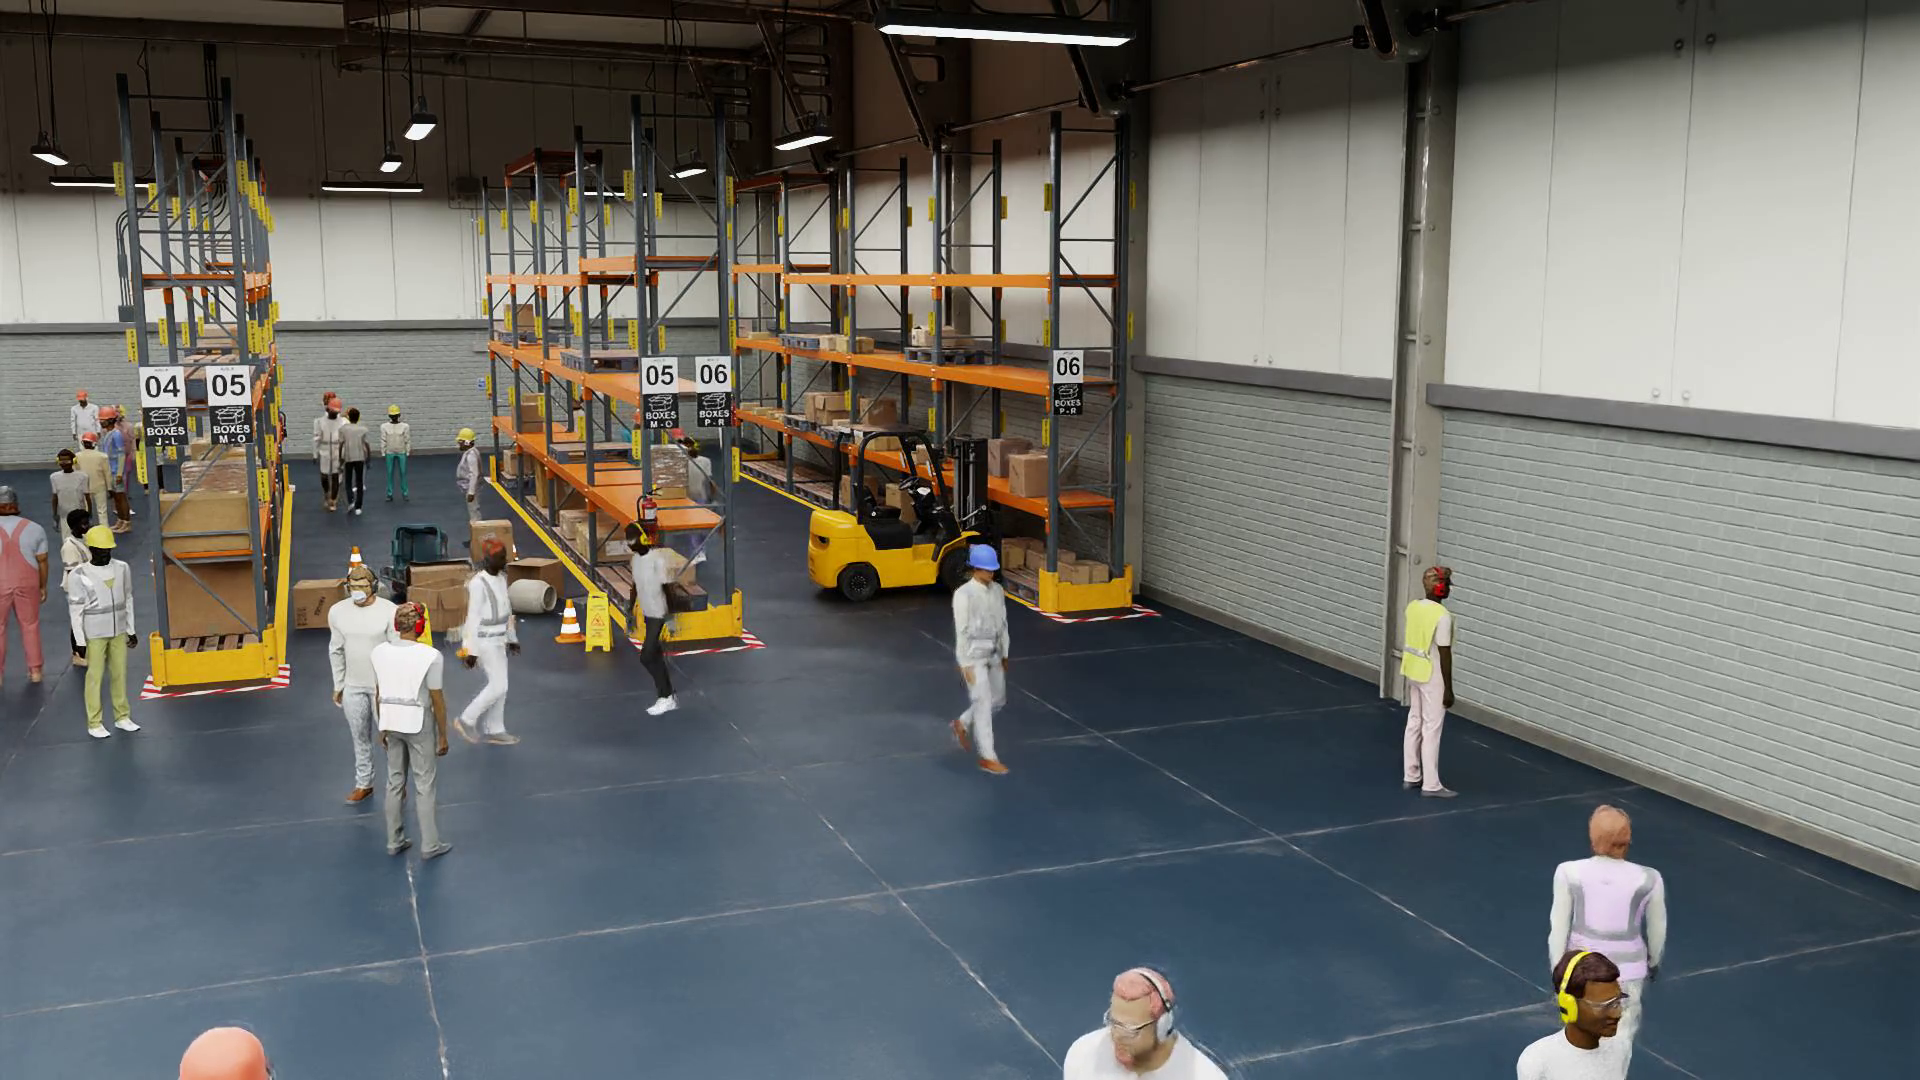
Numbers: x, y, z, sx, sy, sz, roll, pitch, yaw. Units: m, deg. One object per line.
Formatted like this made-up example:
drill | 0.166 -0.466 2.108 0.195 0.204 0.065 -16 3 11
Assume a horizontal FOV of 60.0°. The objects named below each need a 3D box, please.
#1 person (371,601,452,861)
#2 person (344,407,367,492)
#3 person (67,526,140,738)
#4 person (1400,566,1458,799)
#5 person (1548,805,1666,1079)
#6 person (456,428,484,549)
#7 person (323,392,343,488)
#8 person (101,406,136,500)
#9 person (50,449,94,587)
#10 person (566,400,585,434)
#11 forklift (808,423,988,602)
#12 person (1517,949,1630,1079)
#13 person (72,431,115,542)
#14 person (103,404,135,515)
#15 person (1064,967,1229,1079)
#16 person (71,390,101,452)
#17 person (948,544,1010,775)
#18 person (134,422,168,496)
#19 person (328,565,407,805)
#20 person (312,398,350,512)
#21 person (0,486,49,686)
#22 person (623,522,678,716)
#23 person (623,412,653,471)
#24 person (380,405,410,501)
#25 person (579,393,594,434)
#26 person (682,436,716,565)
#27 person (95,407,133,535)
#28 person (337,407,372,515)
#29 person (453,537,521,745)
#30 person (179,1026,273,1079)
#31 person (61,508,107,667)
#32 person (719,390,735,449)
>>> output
person | -3.898 1.354 11.783 0.561 1.836 0.394 3 9 17
person | -11.615 -1.737 31.917 0.338 1.621 0.551 4 10 24
person | -7.663 0.816 14.915 0.396 1.919 0.582 5 10 27
person | 3.714 1.120 13.202 0.388 1.847 0.563 -3 9 -16
person | 3.125 2.067 8.058 0.515 1.588 0.895 4 10 22
person | -7.419 -0.779 25.201 0.404 1.834 0.591 -3 9 -16
person | -12.248 -1.955 32.442 0.355 1.885 0.575 -1 9 -8
person | -15.449 -1.581 30.538 0.571 1.717 0.805 -5 10 -27
person | -11.782 -0.294 22.083 0.504 1.861 0.330 -1 9 -9
person | -7.873 -2.098 34.130 0.285 1.633 0.498 6 11 35
forklift | -0.830 -0.399 21.676 2.313 2.155 1.214 -4 10 -21
person | 2.107 2.300 5.697 0.514 1.876 0.328 -6 11 -31
person | -13.335 -0.799 25.580 0.571 1.747 0.342 -2 9 -13
person | -14.553 -1.386 28.779 0.409 1.913 0.650 -6 11 -32
person | 0.664 2.303 5.685 0.655 1.874 0.827 7 11 36
person | -18.378 -2.282 34.966 0.577 1.737 0.355 -2 9 -12
person | 0.163 0.971 13.927 0.708 1.924 0.625 8 12 40
person | -15.193 -1.672 31.238 0.540 1.698 0.317 -2 9 -13
person | -4.566 1.133 12.908 0.645 1.927 0.389 2 9 11
person | -10.974 -1.483 29.057 0.647 2.015 0.445 -3 10 -19
person | -9.609 0.446 16.842 0.686 2.000 0.535 -7 11 -37
person | -2.905 0.736 15.643 0.513 1.836 0.546 -7 11 -38
person | -5.777 -1.467 29.849 0.563 1.728 0.583 -3 9 -16
person | -10.347 -1.588 30.508 0.523 1.769 0.309 -3 9 -17
person | -8.039 -2.337 35.627 0.311 1.636 0.521 4 10 23
person | -3.771 -0.578 23.929 0.577 1.839 0.624 0 9 1
person | -13.539 -1.105 26.593 0.396 2.042 0.610 -8 12 -40
person | -10.511 -1.375 28.879 0.571 1.850 0.549 -3 10 -19
person | -4.117 0.897 14.535 0.459 1.869 0.601 1 9 5
person | -2.148 2.355 5.021 0.620 1.978 0.670 0 9 2
person | -9.303 0.500 17.608 0.319 1.689 0.540 -1 9 -7
person | -5.552 -3.058 39.524 0.429 1.843 0.627 -4 10 -26
